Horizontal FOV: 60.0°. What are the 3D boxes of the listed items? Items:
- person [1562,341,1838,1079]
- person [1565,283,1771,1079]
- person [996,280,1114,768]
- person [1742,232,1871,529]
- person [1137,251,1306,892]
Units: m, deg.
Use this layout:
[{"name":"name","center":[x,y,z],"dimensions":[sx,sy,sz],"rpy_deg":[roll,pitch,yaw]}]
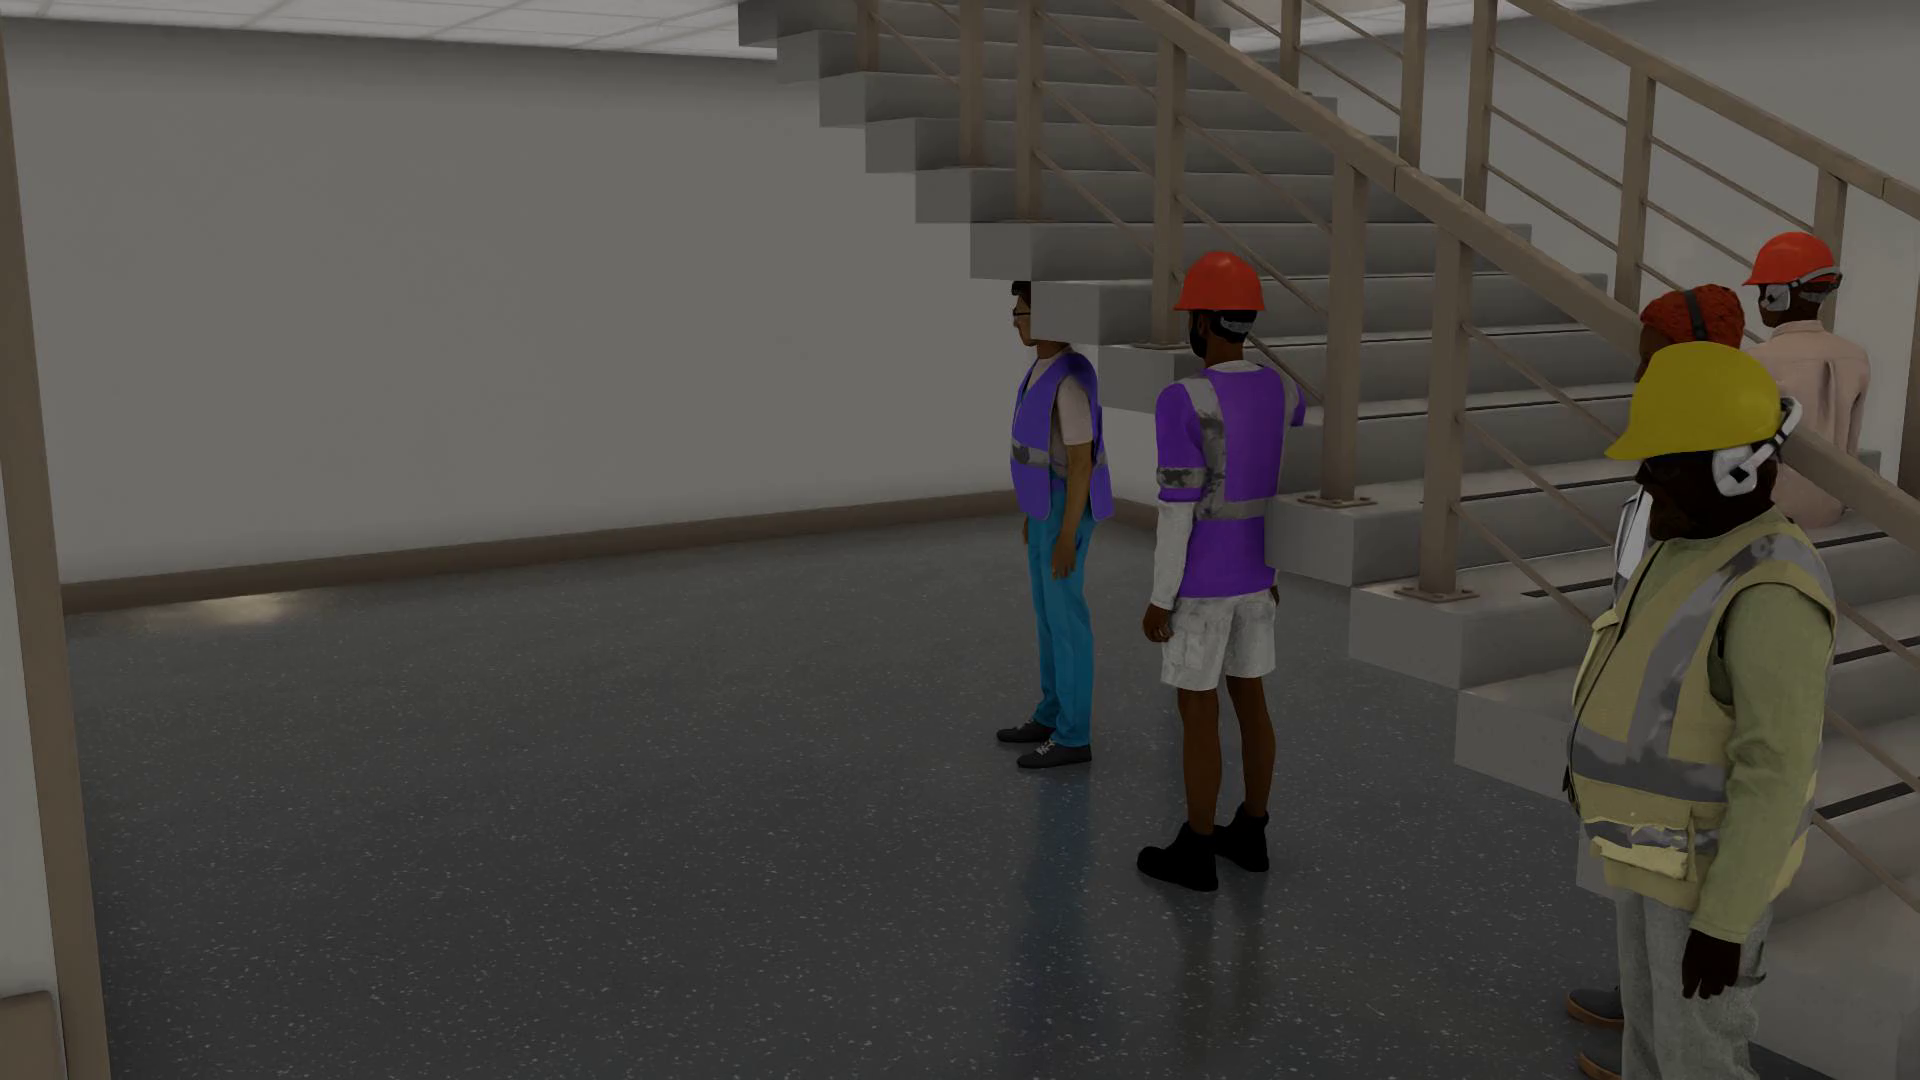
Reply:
[{"name":"person","center":[1.293,0.558,2.990],"dimensions":[0.403,1.823,0.586],"rpy_deg":[1,11,7]},{"name":"person","center":[1.681,0.353,3.905],"dimensions":[0.355,1.883,0.574],"rpy_deg":[3,11,16]},{"name":"person","center":[0.367,-0.067,6.226],"dimensions":[0.397,1.840,0.564],"rpy_deg":[-2,11,-8]},{"name":"person","center":[2.808,-0.050,5.727],"dimensions":[0.622,1.991,0.389],"rpy_deg":[-5,12,-26]},{"name":"person","center":[0.776,0.103,5.073],"dimensions":[0.544,1.939,0.354],"rpy_deg":[-8,13,-36]}]
